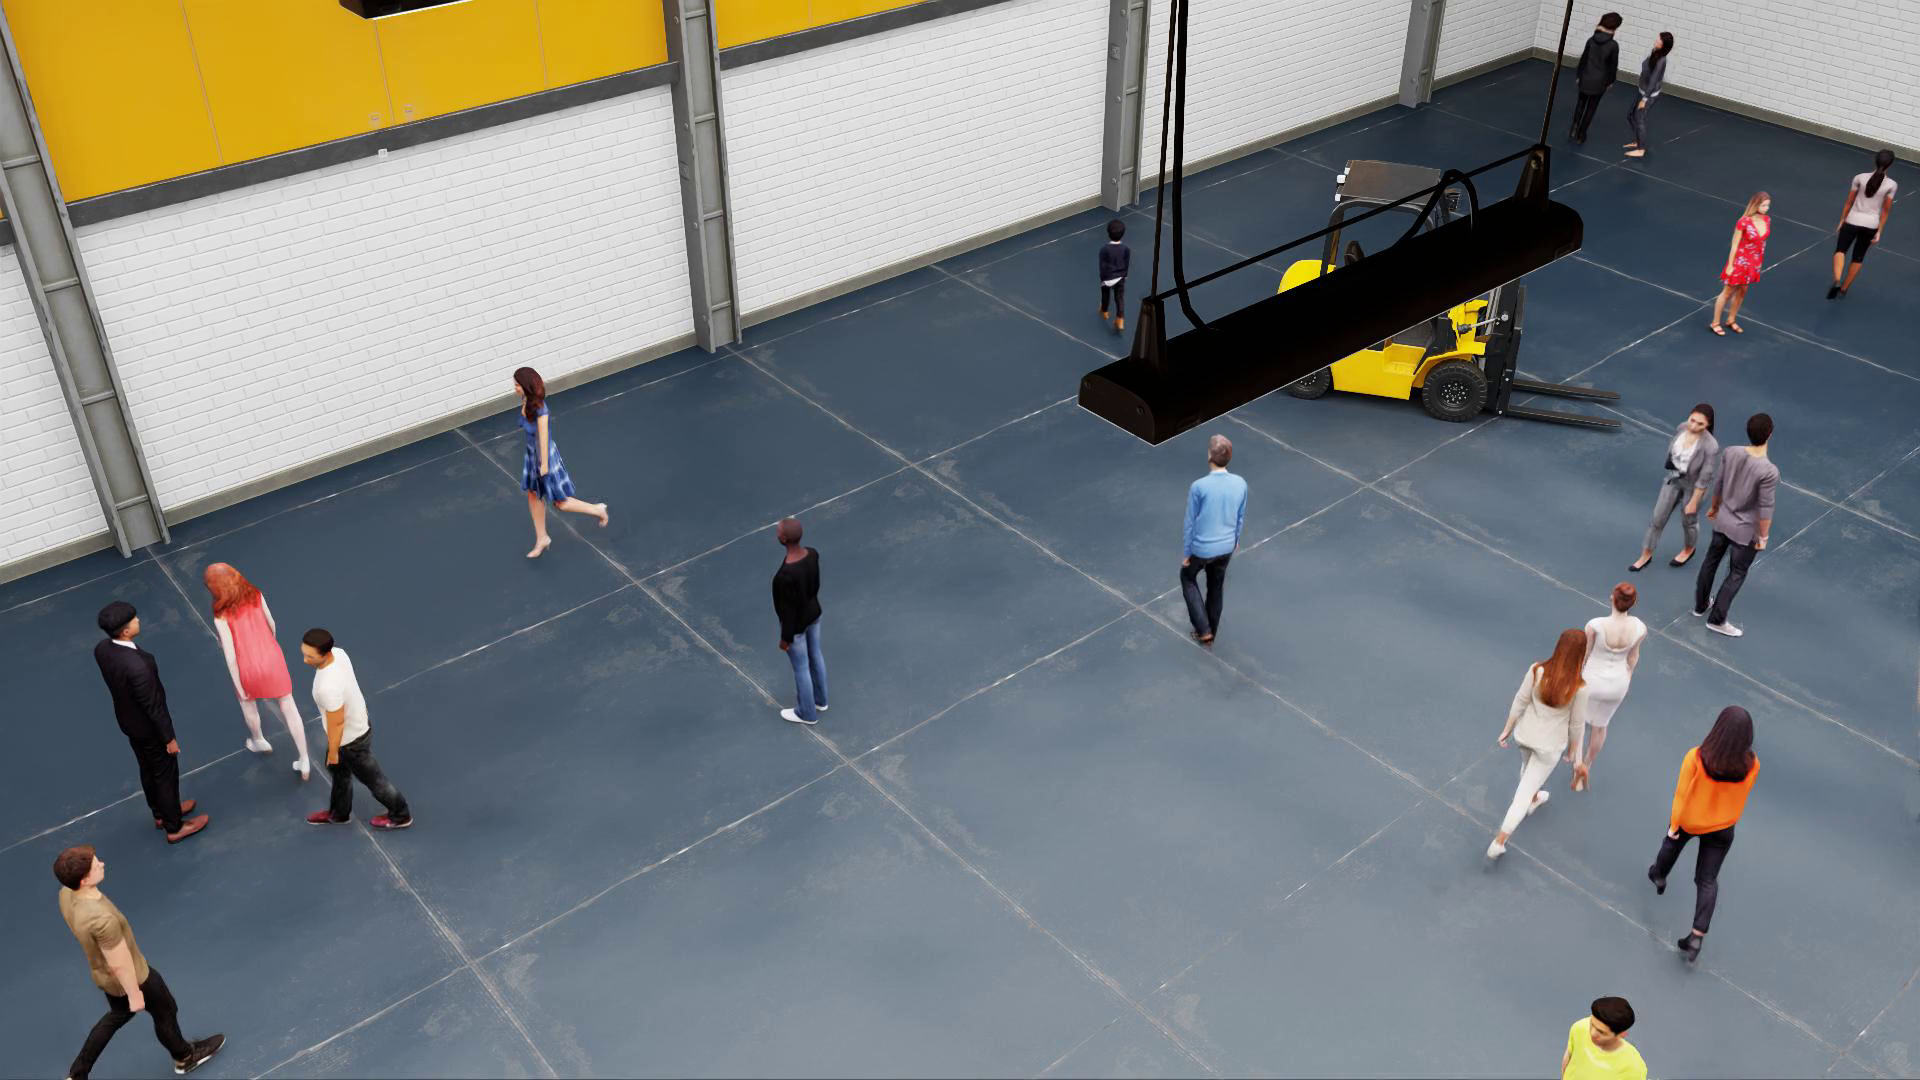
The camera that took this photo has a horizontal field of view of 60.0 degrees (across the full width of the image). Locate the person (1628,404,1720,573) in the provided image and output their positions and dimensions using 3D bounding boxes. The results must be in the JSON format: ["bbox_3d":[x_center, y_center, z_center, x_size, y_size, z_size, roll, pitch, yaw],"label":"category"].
[{"bbox_3d":[6.080,-0.439,13.822,0.964,1.631,0.751,-12,35,-17],"label":"person"}]

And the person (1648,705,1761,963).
[{"bbox_3d":[4.647,1.834,10.341,1.060,1.699,1.163,4,34,6],"label":"person"}]

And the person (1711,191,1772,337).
[{"bbox_3d":[8.301,-2.945,17.627,0.598,1.593,0.713,-10,35,-15],"label":"person"}]

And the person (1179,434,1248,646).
[{"bbox_3d":[1.982,0.083,12.894,0.808,1.788,0.894,-9,35,-13],"label":"person"}]

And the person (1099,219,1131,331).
[{"bbox_3d":[1.671,-2.821,17.790,0.858,1.206,0.814,-6,34,-9],"label":"person"}]

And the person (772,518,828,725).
[{"bbox_3d":[-1.156,0.591,12.166,0.721,1.749,0.586,18,37,24],"label":"person"}]

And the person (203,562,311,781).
[{"bbox_3d":[-4.821,0.959,11.571,0.842,1.794,0.915,24,40,31],"label":"person"}]

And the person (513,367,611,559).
[{"bbox_3d":[-3.422,-0.648,14.002,0.998,1.780,0.669,-22,40,-30],"label":"person"}]

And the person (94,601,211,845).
[{"bbox_3d":[-5.458,1.218,11.107,0.735,1.877,0.651,22,40,30],"label":"person"}]

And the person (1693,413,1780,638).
[{"bbox_3d":[6.155,-0.126,13.156,0.676,1.847,0.808,-11,35,-16],"label":"person"}]

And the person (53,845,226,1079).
[{"bbox_3d":[-4.774,2.459,9.283,0.766,1.829,1.166,27,42,34],"label":"person"}]

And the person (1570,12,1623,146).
[{"bbox_3d":[8.485,-6.149,22.297,0.692,1.759,0.658,23,40,30],"label":"person"}]

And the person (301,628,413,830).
[{"bbox_3d":[-3.982,1.280,11.116,1.060,1.765,0.919,-7,34,-10],"label":"person"}]

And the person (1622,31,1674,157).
[{"bbox_3d":[9.086,-5.877,21.920,0.857,1.723,0.777,12,36,18],"label":"person"}]

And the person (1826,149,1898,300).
[{"bbox_3d":[9.833,-3.400,18.181,0.811,1.736,0.998,16,37,23],"label":"person"}]

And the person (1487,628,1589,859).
[{"bbox_3d":[3.807,1.379,11.045,0.704,1.678,1.161,28,43,35],"label":"person"}]

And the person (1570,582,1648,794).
[{"bbox_3d":[4.413,1.071,11.413,0.786,1.783,0.858,6,34,9],"label":"person"}]

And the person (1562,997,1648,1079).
[{"bbox_3d":[3.341,2.956,8.673,0.974,1.677,0.652,-23,40,-30],"label":"person"}]
